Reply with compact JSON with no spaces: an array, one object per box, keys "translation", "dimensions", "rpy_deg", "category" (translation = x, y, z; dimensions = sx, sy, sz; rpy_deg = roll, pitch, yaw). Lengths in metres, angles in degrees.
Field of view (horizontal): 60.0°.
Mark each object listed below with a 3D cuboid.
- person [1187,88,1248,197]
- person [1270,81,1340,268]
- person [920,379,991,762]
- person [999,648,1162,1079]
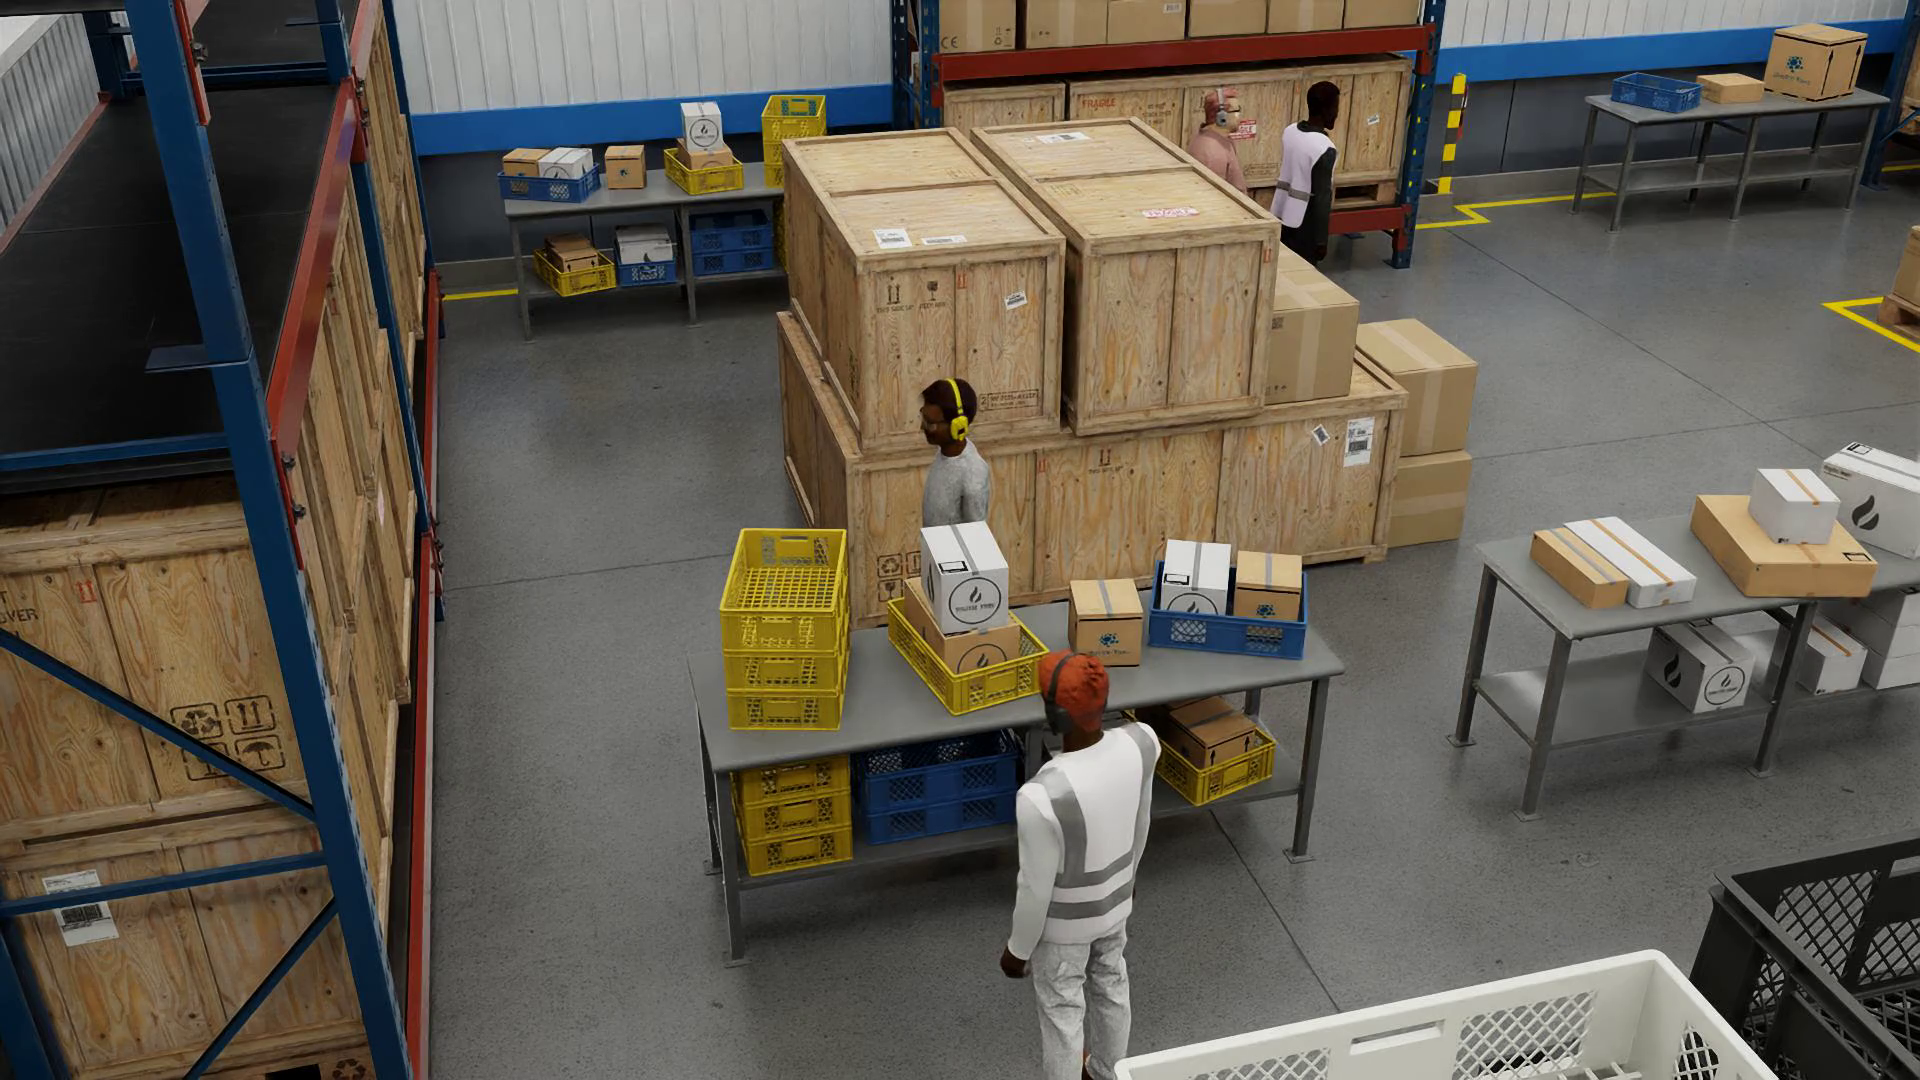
[{"translation":[1.702,-2.059,11.139],"dimensions":[0.410,1.913,0.640],"rpy_deg":[0,29,-1],"category":"person"},{"translation":[2.321,-2.154,11.317],"dimensions":[0.389,1.911,0.591],"rpy_deg":[-9,30,-15],"category":"person"},{"translation":[-0.044,0.167,7.139],"dimensions":[0.329,1.873,0.508],"rpy_deg":[-9,30,-16],"category":"person"},{"translation":[0.367,1.166,5.312],"dimensions":[0.574,1.884,0.355],"rpy_deg":[-25,37,-37],"category":"person"}]
